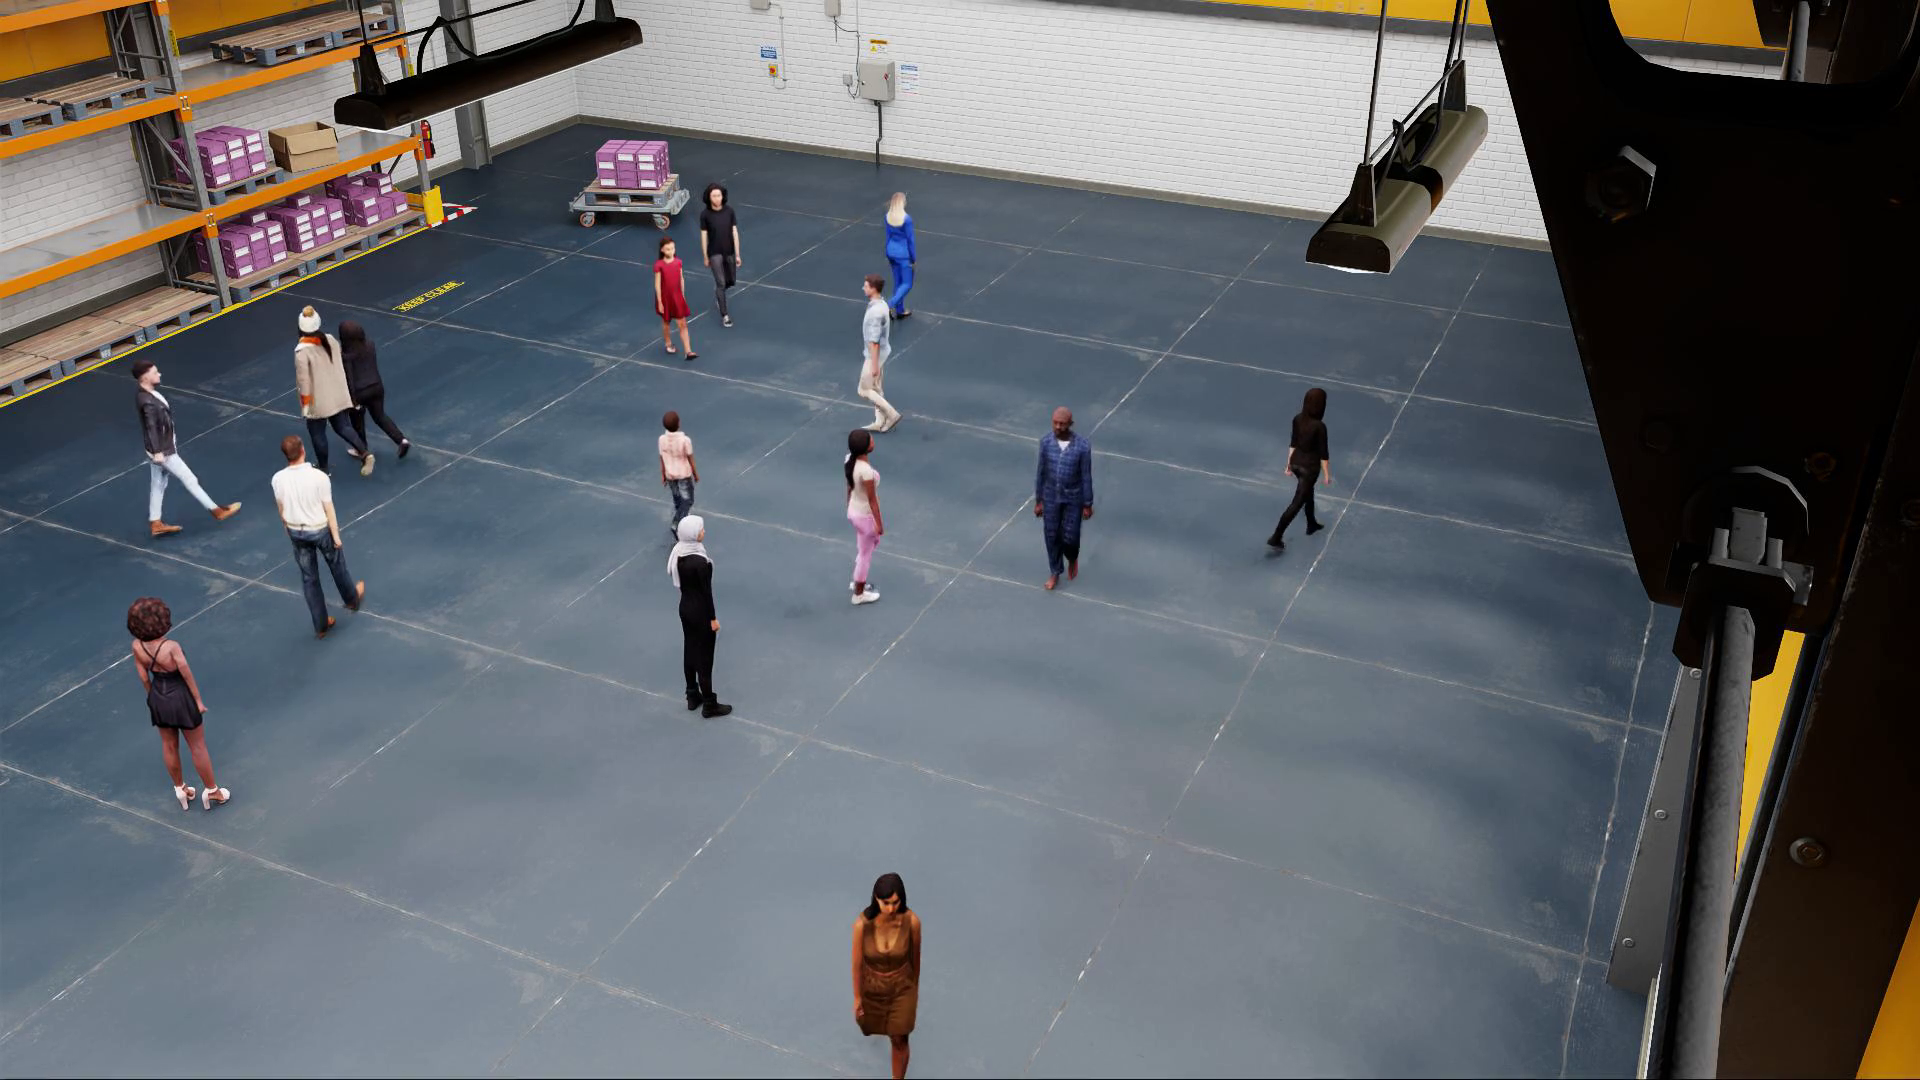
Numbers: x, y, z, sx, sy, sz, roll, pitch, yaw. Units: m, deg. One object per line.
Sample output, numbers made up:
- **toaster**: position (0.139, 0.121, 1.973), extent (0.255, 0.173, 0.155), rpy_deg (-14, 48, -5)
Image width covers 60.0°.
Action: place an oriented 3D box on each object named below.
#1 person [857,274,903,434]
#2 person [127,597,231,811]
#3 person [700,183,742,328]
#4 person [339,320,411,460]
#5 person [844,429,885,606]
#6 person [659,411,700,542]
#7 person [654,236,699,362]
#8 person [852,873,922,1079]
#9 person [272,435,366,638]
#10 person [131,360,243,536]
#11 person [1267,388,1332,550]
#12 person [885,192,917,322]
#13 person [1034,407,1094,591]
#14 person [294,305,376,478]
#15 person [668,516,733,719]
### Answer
- **person**: position (-0.825, -1.988, 18.056), extent (0.843, 1.836, 0.770), rpy_deg (1, 29, 3)
- **person**: position (-5.781, 1.217, 12.229), extent (0.628, 1.788, 0.625), rpy_deg (4, 29, 7)
- **person**: position (-3.056, -3.684, 21.192), extent (1.036, 1.810, 1.055), rpy_deg (-12, 31, -22)
- **person**: position (-6.206, -1.548, 17.501), extent (0.719, 1.594, 0.933), rpy_deg (13, 31, 22)
- **person**: position (-0.945, -0.185, 14.861), extent (0.755, 1.728, 0.708), rpy_deg (-14, 31, -23)
- **person**: position (-2.743, -0.618, 16.112), extent (0.585, 1.291, 0.862), rpy_deg (7, 29, 12)
- **person**: position (-3.533, -2.944, 20.145), extent (1.038, 1.513, 1.005), rpy_deg (-15, 32, -25)
- **person**: position (-0.448, 2.605, 9.807), extent (0.846, 1.672, 1.032), rpy_deg (-3, 29, -5)
- **person**: position (-5.662, -0.001, 14.418), extent (0.933, 1.831, 1.116), rpy_deg (1, 29, 2)
- **person**: position (-7.765, -0.846, 15.997), extent (1.196, 1.802, 1.050), rpy_deg (-16, 33, -27)
- **person**: position (3.236, -0.646, 15.836), extent (1.150, 1.606, 0.937), rpy_deg (-19, 34, -30)
- **person**: position (-0.821, -3.548, 21.071), extent (0.741, 1.686, 0.929), rpy_deg (21, 35, 33)
- **person**: position (0.968, -0.421, 15.214), extent (0.713, 1.804, 0.712), rpy_deg (10, 30, 17)
- **person**: position (-6.462, -1.483, 17.085), extent (0.853, 1.878, 1.019), rpy_deg (15, 32, 25)
- **person**: position (-2.110, 0.614, 13.344), extent (0.668, 1.780, 0.678), rpy_deg (-22, 36, -35)
